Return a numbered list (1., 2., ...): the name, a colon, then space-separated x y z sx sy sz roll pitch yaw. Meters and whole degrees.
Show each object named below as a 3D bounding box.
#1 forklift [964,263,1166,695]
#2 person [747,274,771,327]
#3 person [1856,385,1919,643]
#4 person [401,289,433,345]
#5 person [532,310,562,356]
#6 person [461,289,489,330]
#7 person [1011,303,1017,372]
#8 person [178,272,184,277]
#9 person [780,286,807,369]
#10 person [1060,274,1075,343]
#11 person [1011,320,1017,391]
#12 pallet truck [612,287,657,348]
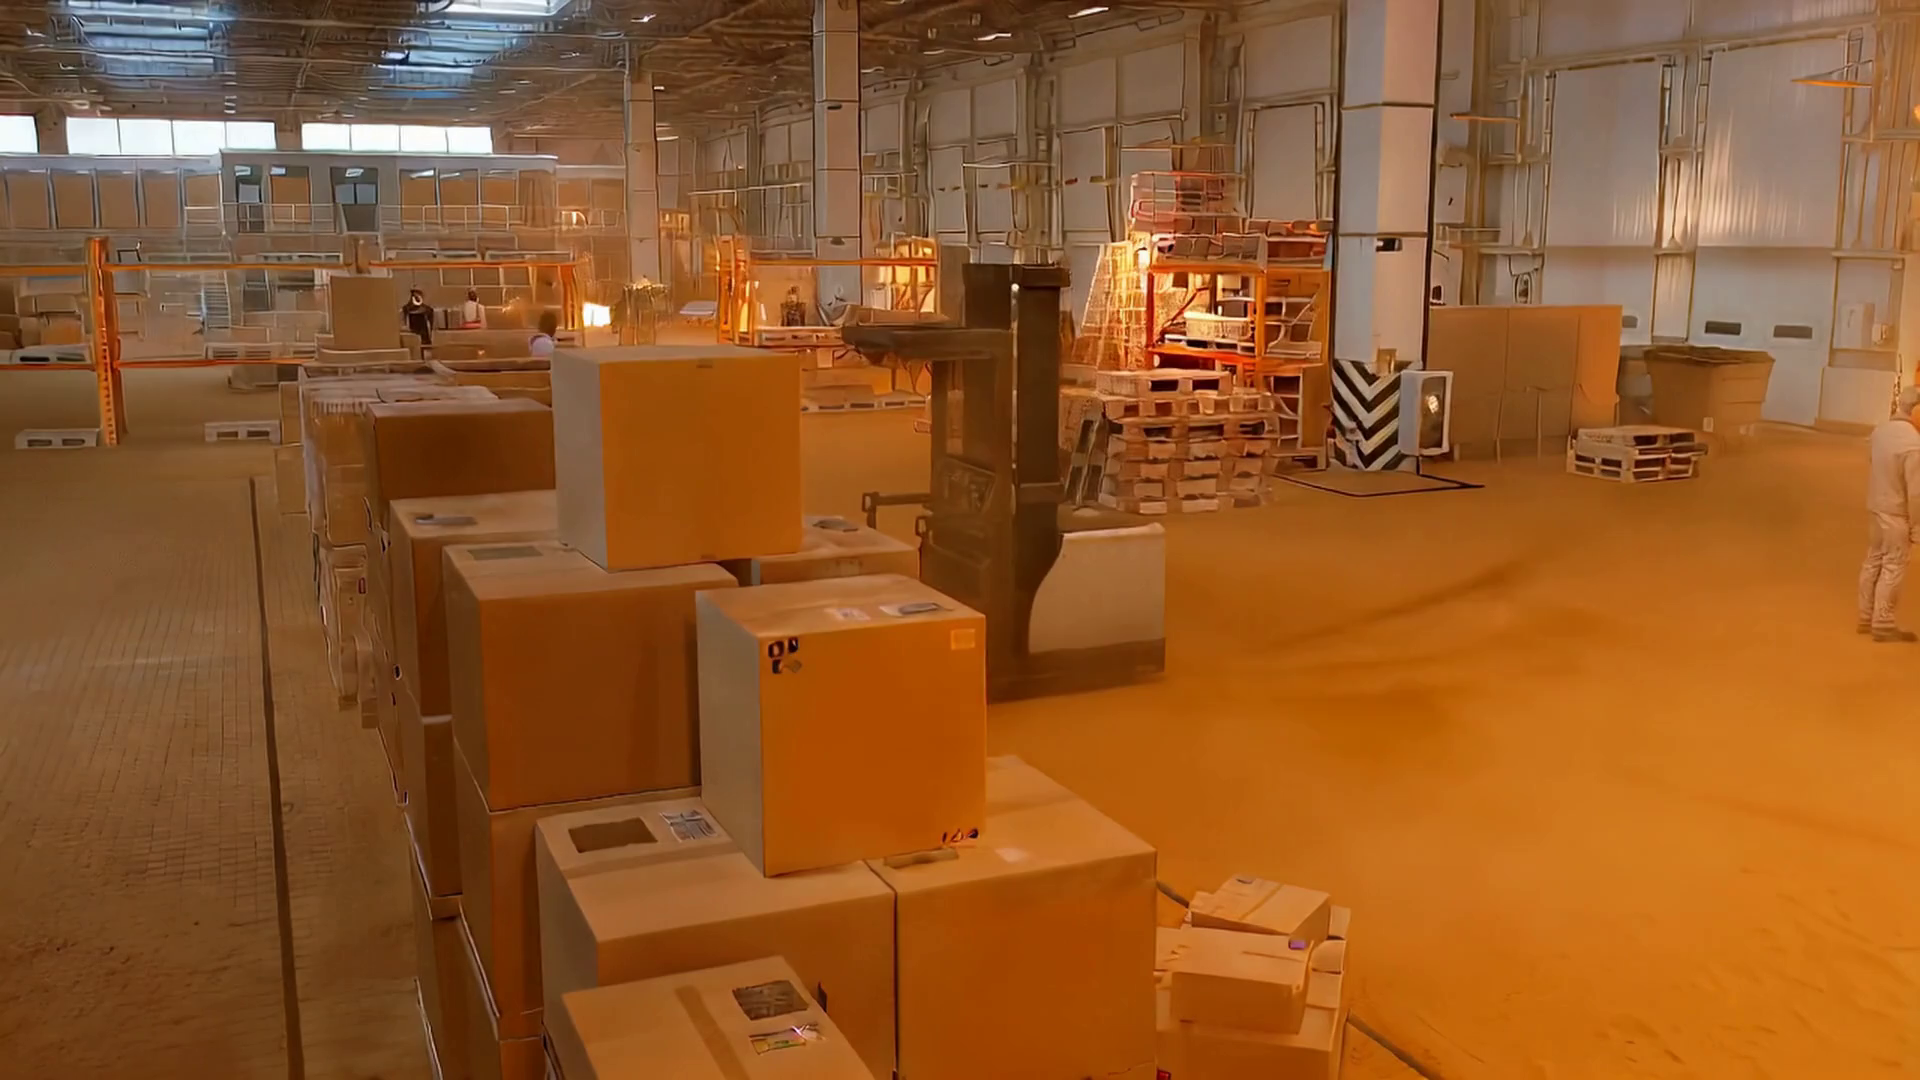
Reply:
1. forklift: 0.363 -0.447 11.149 1.873 2.768 1.129 -4 11 -23
2. person: -6.878 -8.078 56.234 0.644 1.789 1.005 8 13 38
3. person: 6.970 -0.191 12.380 0.386 1.928 0.641 0 10 0
4. person: -11.614 -4.407 35.638 0.636 1.921 0.585 -4 11 -19
5. person: -5.865 -2.257 23.441 0.842 2.000 0.690 -4 11 -19
6. person: -10.820 -4.679 37.279 0.589 1.857 0.738 3 11 14
7. person: 1.072 -4.635 37.219 0.625 1.810 0.929 2 11 13
8. person: -24.864 -7.629 53.349 0.406 1.925 0.543 -8 13 -38
9. person: -3.825 -4.872 38.202 0.623 1.905 0.610 -1 10 -4
10. person: 3.070 -6.692 48.007 0.389 1.996 0.612 -5 12 -27
11. person: 1.203 -3.354 29.980 0.588 1.871 0.995 4 11 20
12. pallet truck: -6.464 -4.406 35.401 0.823 1.965 1.885 6 12 32
